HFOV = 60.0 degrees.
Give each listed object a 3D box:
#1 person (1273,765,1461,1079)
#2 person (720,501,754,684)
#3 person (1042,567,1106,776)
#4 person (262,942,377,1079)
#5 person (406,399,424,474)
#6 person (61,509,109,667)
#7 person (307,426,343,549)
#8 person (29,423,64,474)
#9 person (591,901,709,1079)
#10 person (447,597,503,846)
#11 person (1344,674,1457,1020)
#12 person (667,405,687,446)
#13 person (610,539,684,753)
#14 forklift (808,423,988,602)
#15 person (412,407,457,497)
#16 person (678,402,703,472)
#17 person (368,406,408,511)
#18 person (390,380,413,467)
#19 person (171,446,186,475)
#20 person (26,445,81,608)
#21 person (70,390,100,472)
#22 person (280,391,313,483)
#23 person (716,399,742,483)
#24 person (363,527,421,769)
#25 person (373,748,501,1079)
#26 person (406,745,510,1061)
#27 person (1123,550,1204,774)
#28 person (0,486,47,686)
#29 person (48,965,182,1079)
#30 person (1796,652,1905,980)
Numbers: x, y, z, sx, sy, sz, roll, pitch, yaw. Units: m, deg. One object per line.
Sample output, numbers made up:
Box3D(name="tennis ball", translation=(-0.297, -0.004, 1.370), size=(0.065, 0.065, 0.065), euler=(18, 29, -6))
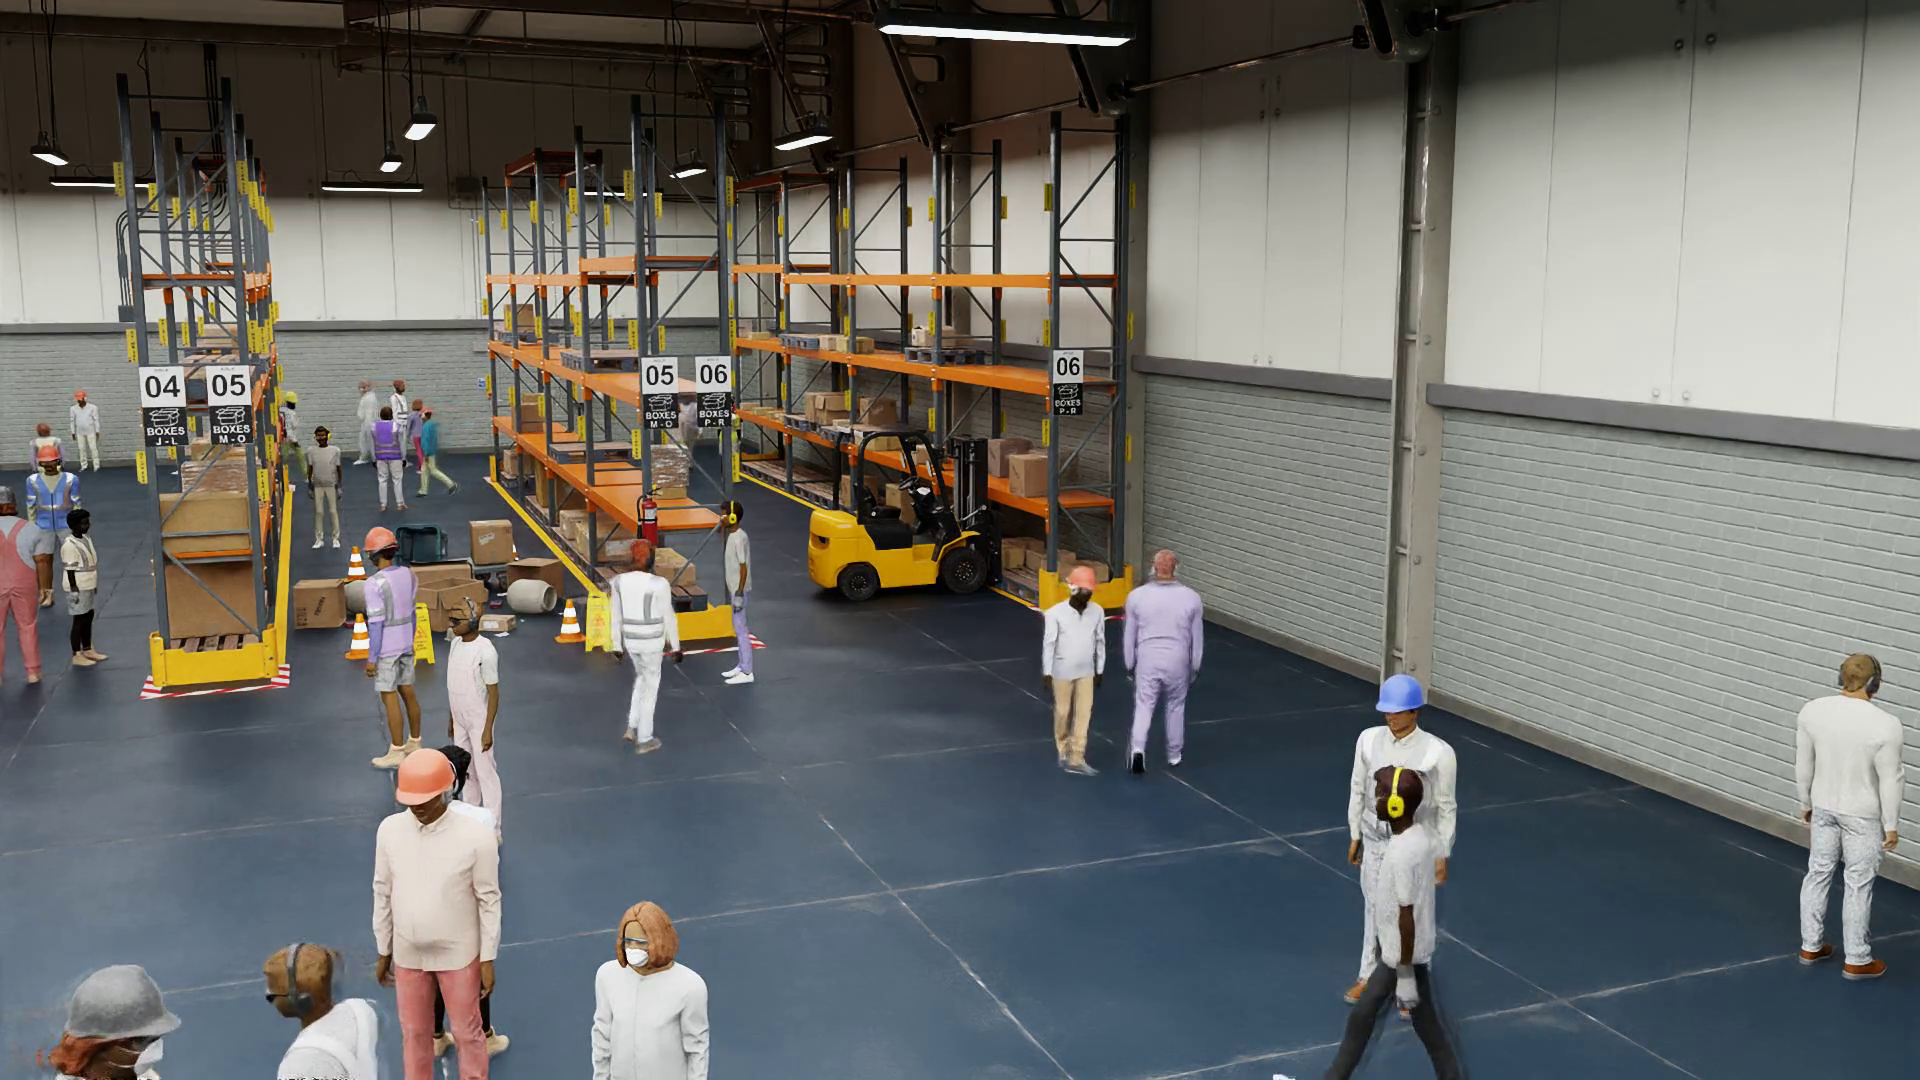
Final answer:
Box3D(name="person", translation=(2.048, 1.964, 7.991), size=(0.983, 1.815, 0.557), euler=(5, 10, 28))
Box3D(name="person", translation=(-2.268, 0.526, 16.879), size=(0.310, 1.868, 0.532), euler=(-2, 9, -12))
Box3D(name="person", translation=(0.937, 1.080, 13.881), size=(0.625, 1.720, 0.594), euler=(-3, 10, -18))
Box3D(name="person", translation=(-2.162, 2.291, 5.955), size=(0.857, 1.813, 0.539), euler=(3, 9, 17))
Box3D(name="person", translation=(-11.141, -2.117, 34.359), size=(0.506, 1.602, 0.825), euler=(-7, 11, -38))
Box3D(name="person", translation=(-9.301, 0.503, 17.602), size=(0.320, 1.686, 0.539), euler=(-1, 9, -7))
Box3D(name="person", translation=(-9.635, -0.800, 25.217), size=(0.509, 1.872, 0.328), euler=(-2, 9, -11))
Box3D(name="person", translation=(-15.753, -1.221, 28.716), size=(0.503, 1.609, 0.822), euler=(-4, 10, -25))
Box3D(name="person", translation=(-1.260, 2.252, 6.750), size=(0.497, 1.633, 0.284), euler=(2, 9, 12))
Box3D(name="person", translation=(-3.511, 1.320, 11.956), size=(0.508, 1.846, 0.345), euler=(7, 11, 38))
Box3D(name="person", translation=(2.444, 1.694, 9.278), size=(0.615, 1.945, 0.404), euler=(7, 12, 39))
Box3D(name="person", translation=(-5.770, -2.017, 33.759), size=(0.506, 1.598, 0.799), euler=(-4, 10, -23))
Box3D(name="person", translation=(-2.711, 0.914, 14.438), size=(0.581, 1.868, 0.430), euler=(5, 10, 29))
Box3D(name="forklift", translation=(-0.830, -0.399, 21.676), size=(2.313, 2.155, 1.214), euler=(-4, 10, -21))
Box3D(name="person", translation=(-9.838, -1.638, 31.054), size=(0.765, 1.698, 0.587), euler=(-2, 9, -10))
Box3D(name="person", translation=(-5.675, -2.253, 34.688), size=(0.612, 1.780, 0.920), euler=(-2, 9, -12))
Box3D(name="person", translation=(-10.038, -1.426, 29.247), size=(0.621, 1.845, 0.429), euler=(-1, 9, -4))
Box3D(name="person", translation=(-12.088, -2.512, 35.953), size=(0.355, 1.885, 0.574), euler=(0, 9, 1))
Box3D(name="person", translation=(-16.297, -2.176, 34.633), size=(0.317, 1.629, 0.508), euler=(-1, 9, -9))
Box3D(name="person", translation=(-11.268, -0.171, 20.719), size=(0.608, 2.044, 0.377), euler=(-4, 10, -22))
Box3D(name="person", translation=(-18.413, -2.287, 34.988), size=(0.573, 1.739, 0.350), euler=(-1, 9, -8))
Box3D(name="person", translation=(-13.314, -2.017, 32.943), size=(0.961, 1.865, 0.584), euler=(0, 9, 2))
Box3D(name="person", translation=(-4.593, -1.970, 33.121), size=(0.531, 1.698, 0.320), euler=(3, 10, 20))
Box3D(name="person", translation=(-4.799, 0.902, 13.973), size=(0.393, 2.039, 0.611), euler=(3, 9, 17))
Box3D(name="person", translation=(-2.438, 1.922, 7.724), size=(0.610, 1.986, 0.393), euler=(1, 9, 8))
Box3D(name="person", translation=(-2.646, 1.909, 8.722), size=(0.533, 1.693, 0.319), euler=(1, 9, 9))
Box3D(name="person", translation=(1.684, 1.018, 13.799), size=(0.660, 1.870, 0.788), euler=(1, 9, 9))
Box3D(name="person", translation=(-9.621, 0.449, 16.820), size=(0.684, 2.000, 0.535), euler=(-6, 11, -35))
Box3D(name="person", translation=(-2.612, 2.292, 5.218), size=(0.537, 2.000, 0.711), euler=(-1, 9, -6))
Box3D(name="person", translation=(5.242, 1.615, 9.821), size=(0.373, 1.935, 0.628), euler=(-6, 11, -32))
